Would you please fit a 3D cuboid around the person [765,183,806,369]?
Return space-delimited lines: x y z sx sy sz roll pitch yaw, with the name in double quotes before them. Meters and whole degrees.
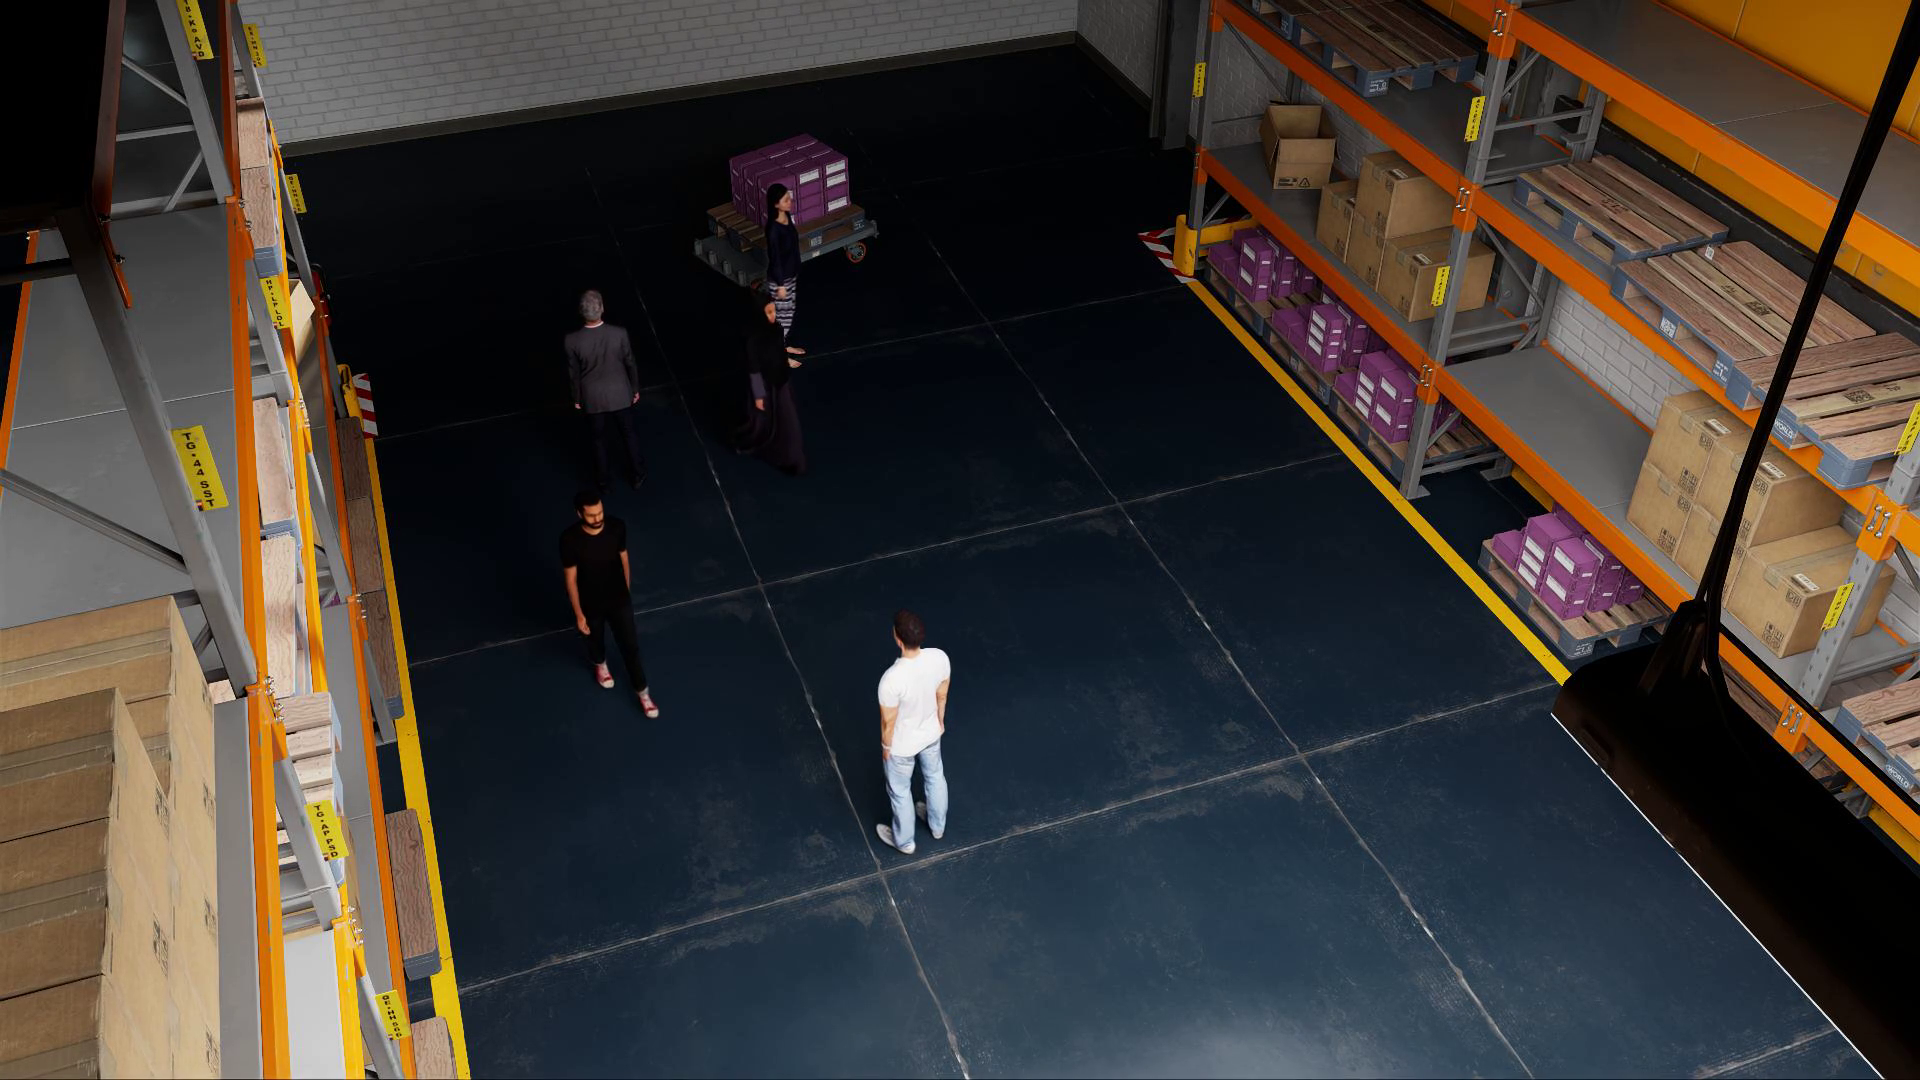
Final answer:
"person" -1.579 -2.359 14.725 0.737 1.734 0.618 6 39 7

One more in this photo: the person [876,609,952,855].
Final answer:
"person" -0.286 1.181 10.190 0.738 1.861 0.683 -27 46 -30

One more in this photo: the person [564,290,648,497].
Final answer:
"person" -2.800 -1.166 13.145 0.710 1.842 0.595 -11 40 -13

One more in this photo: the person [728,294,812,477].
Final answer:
"person" -1.606 -1.276 13.484 1.115 1.589 0.887 30 47 32

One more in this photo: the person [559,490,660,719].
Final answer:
"person" -2.479 0.365 11.320 0.719 1.725 1.047 -19 42 -22
